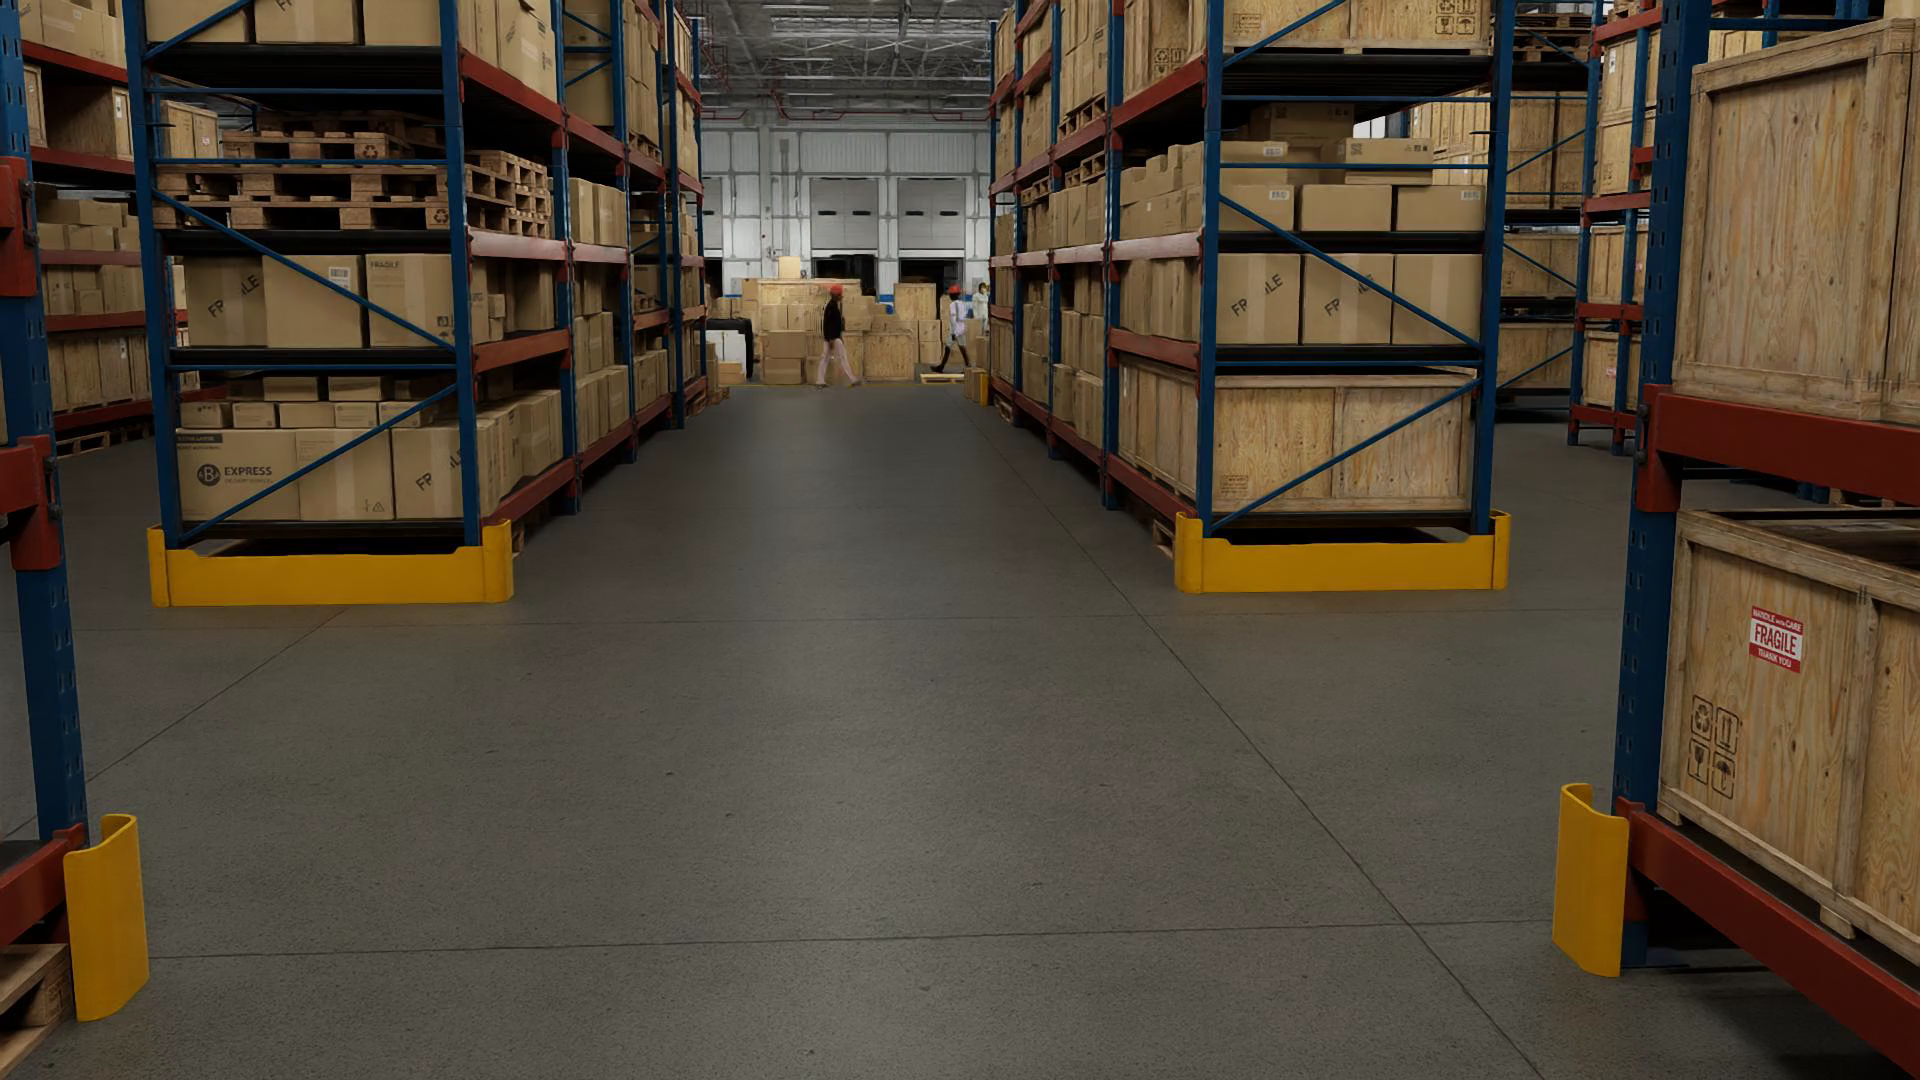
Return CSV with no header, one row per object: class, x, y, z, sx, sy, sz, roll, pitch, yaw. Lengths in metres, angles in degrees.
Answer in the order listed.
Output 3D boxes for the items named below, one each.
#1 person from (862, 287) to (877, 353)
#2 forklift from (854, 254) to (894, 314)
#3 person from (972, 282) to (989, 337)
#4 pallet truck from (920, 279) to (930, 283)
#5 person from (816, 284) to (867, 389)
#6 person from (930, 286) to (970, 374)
person,-2.041,-4.852,38.045,0.429,1.842,0.630,-4,10,-25
forklift,-3.206,-8.270,56.257,1.873,2.768,1.129,5,10,27
person,0.565,-5.874,44.178,0.371,1.934,0.627,6,11,35
pallet truck,-0.932,-8.922,63.114,1.885,1.965,0.823,2,9,13
person,-2.239,-3.772,30.916,0.992,1.943,0.635,-2,9,-13
person,-0.156,-4.407,35.094,0.985,1.883,0.575,5,11,30
